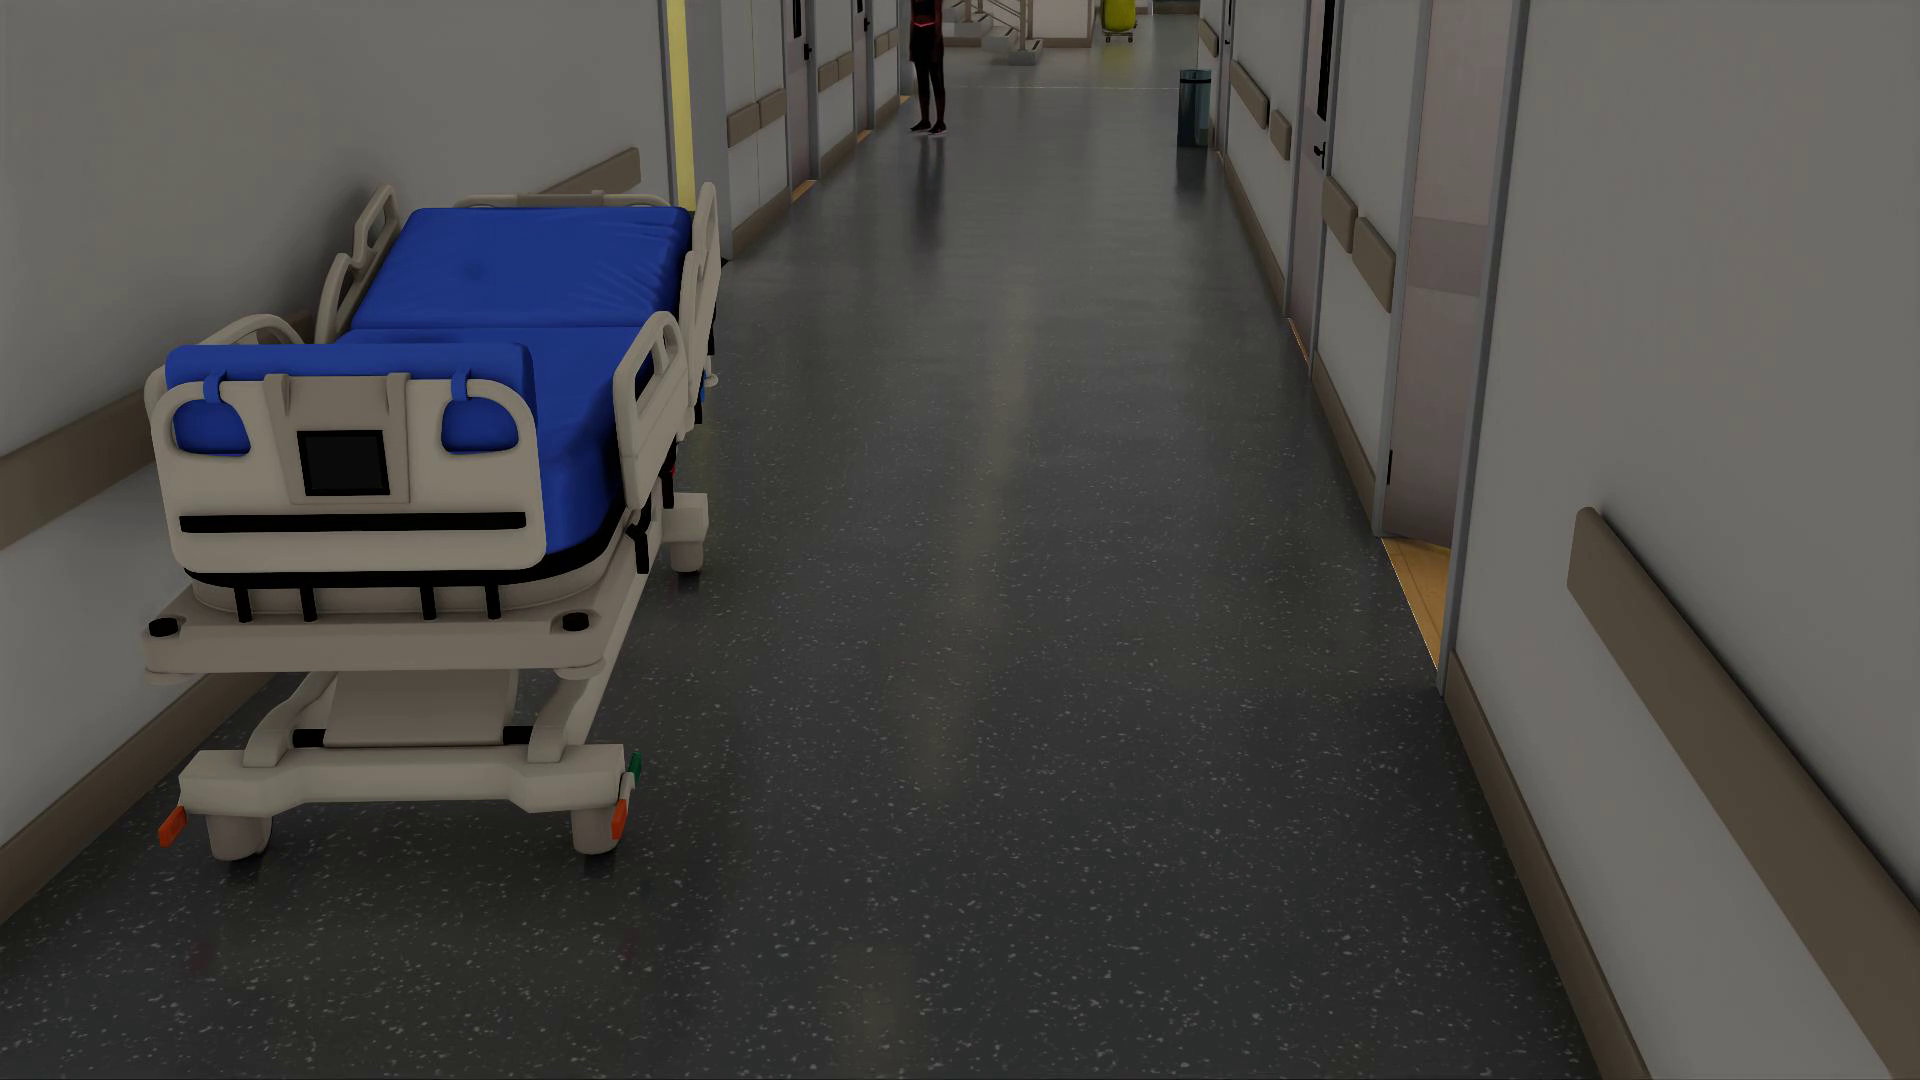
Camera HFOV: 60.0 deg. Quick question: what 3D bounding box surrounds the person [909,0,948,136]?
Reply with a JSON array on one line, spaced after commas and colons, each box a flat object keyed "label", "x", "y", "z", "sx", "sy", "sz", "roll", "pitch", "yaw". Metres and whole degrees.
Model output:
[{"label": "person", "x": -0.310, "y": -5.022, "z": 16.837, "sx": 0.625, "sy": 1.757, "sz": 0.715, "roll": 17, "pitch": 26, "yaw": 37}]
